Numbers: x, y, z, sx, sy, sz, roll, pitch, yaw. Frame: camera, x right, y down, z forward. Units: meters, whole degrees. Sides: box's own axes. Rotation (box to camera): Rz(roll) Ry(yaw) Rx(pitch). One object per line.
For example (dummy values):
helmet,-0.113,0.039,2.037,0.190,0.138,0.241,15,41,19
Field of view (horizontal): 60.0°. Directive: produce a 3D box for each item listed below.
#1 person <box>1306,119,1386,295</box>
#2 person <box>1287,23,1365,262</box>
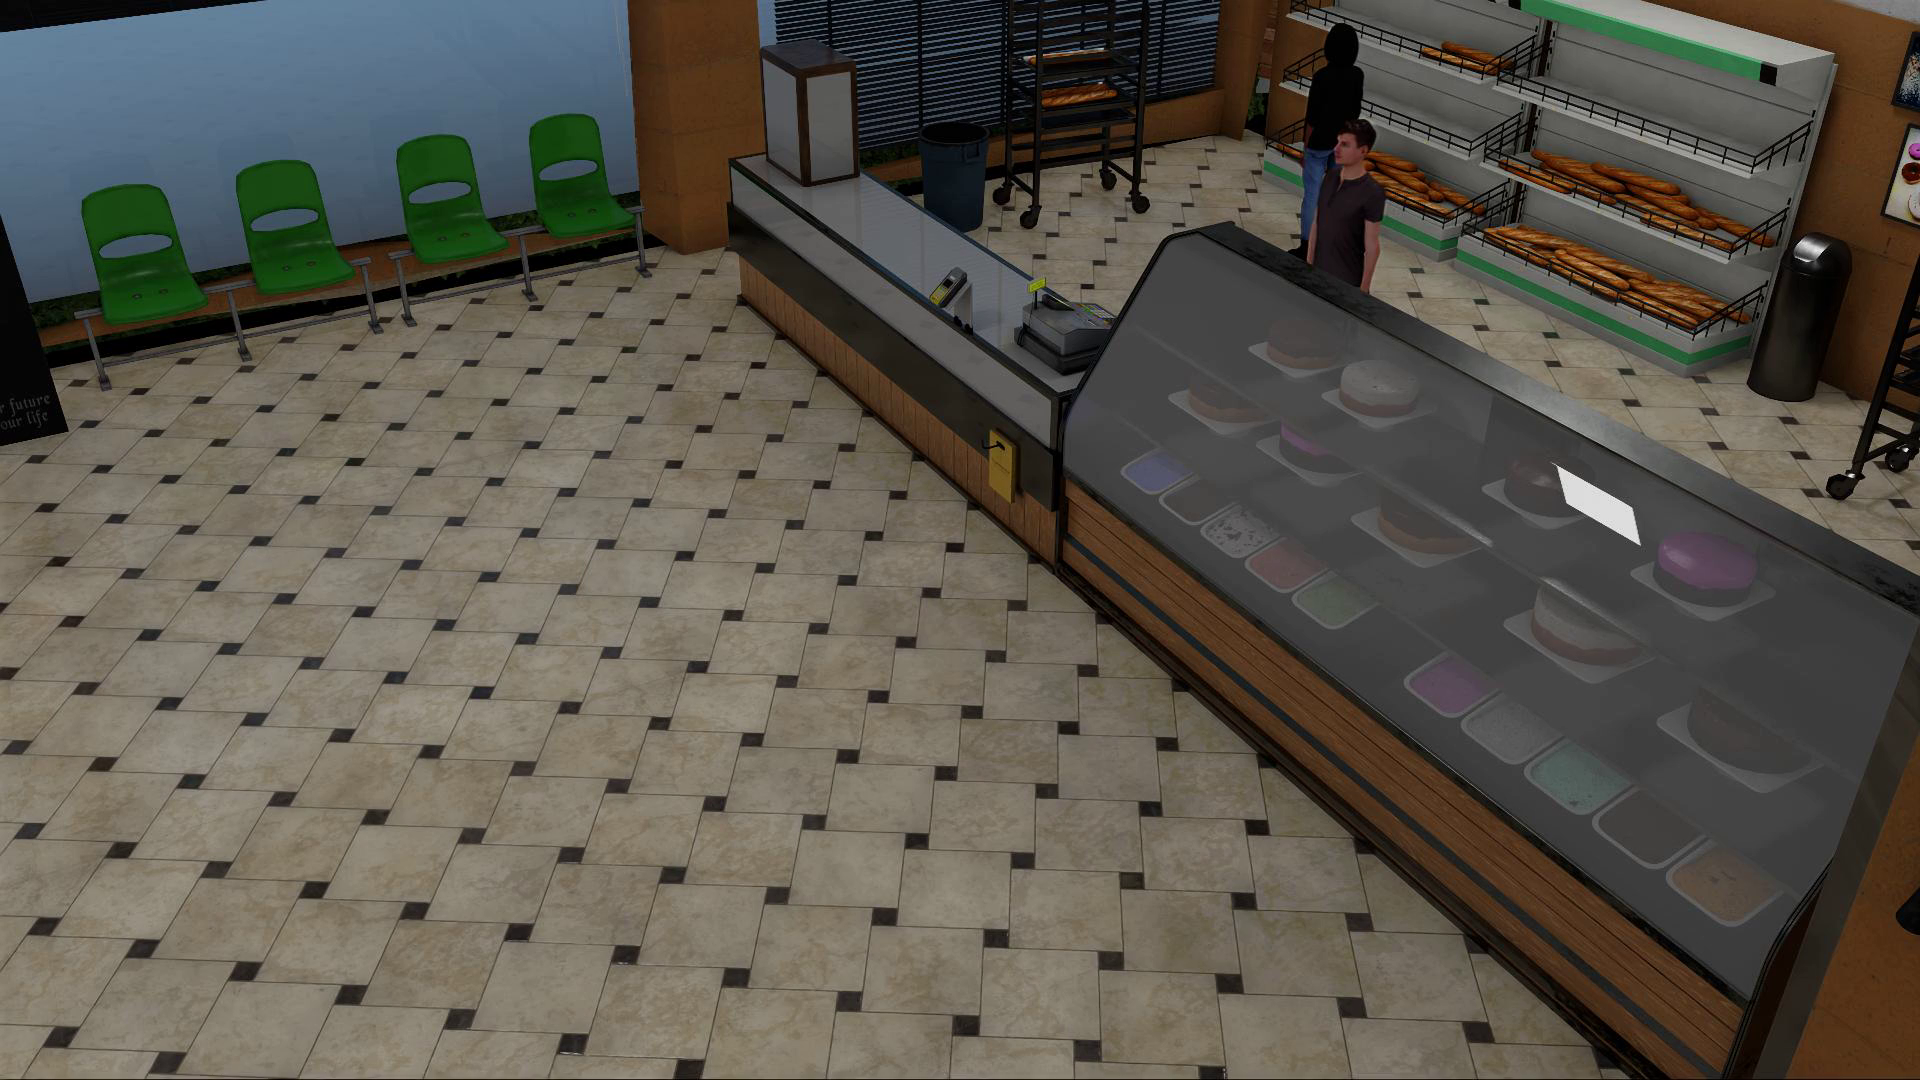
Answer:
person,2.133,-1.450,9.324,0.514,1.851,0.642,-17,36,-25
person,2.551,-2.715,11.498,0.546,1.702,0.673,-9,33,-14
